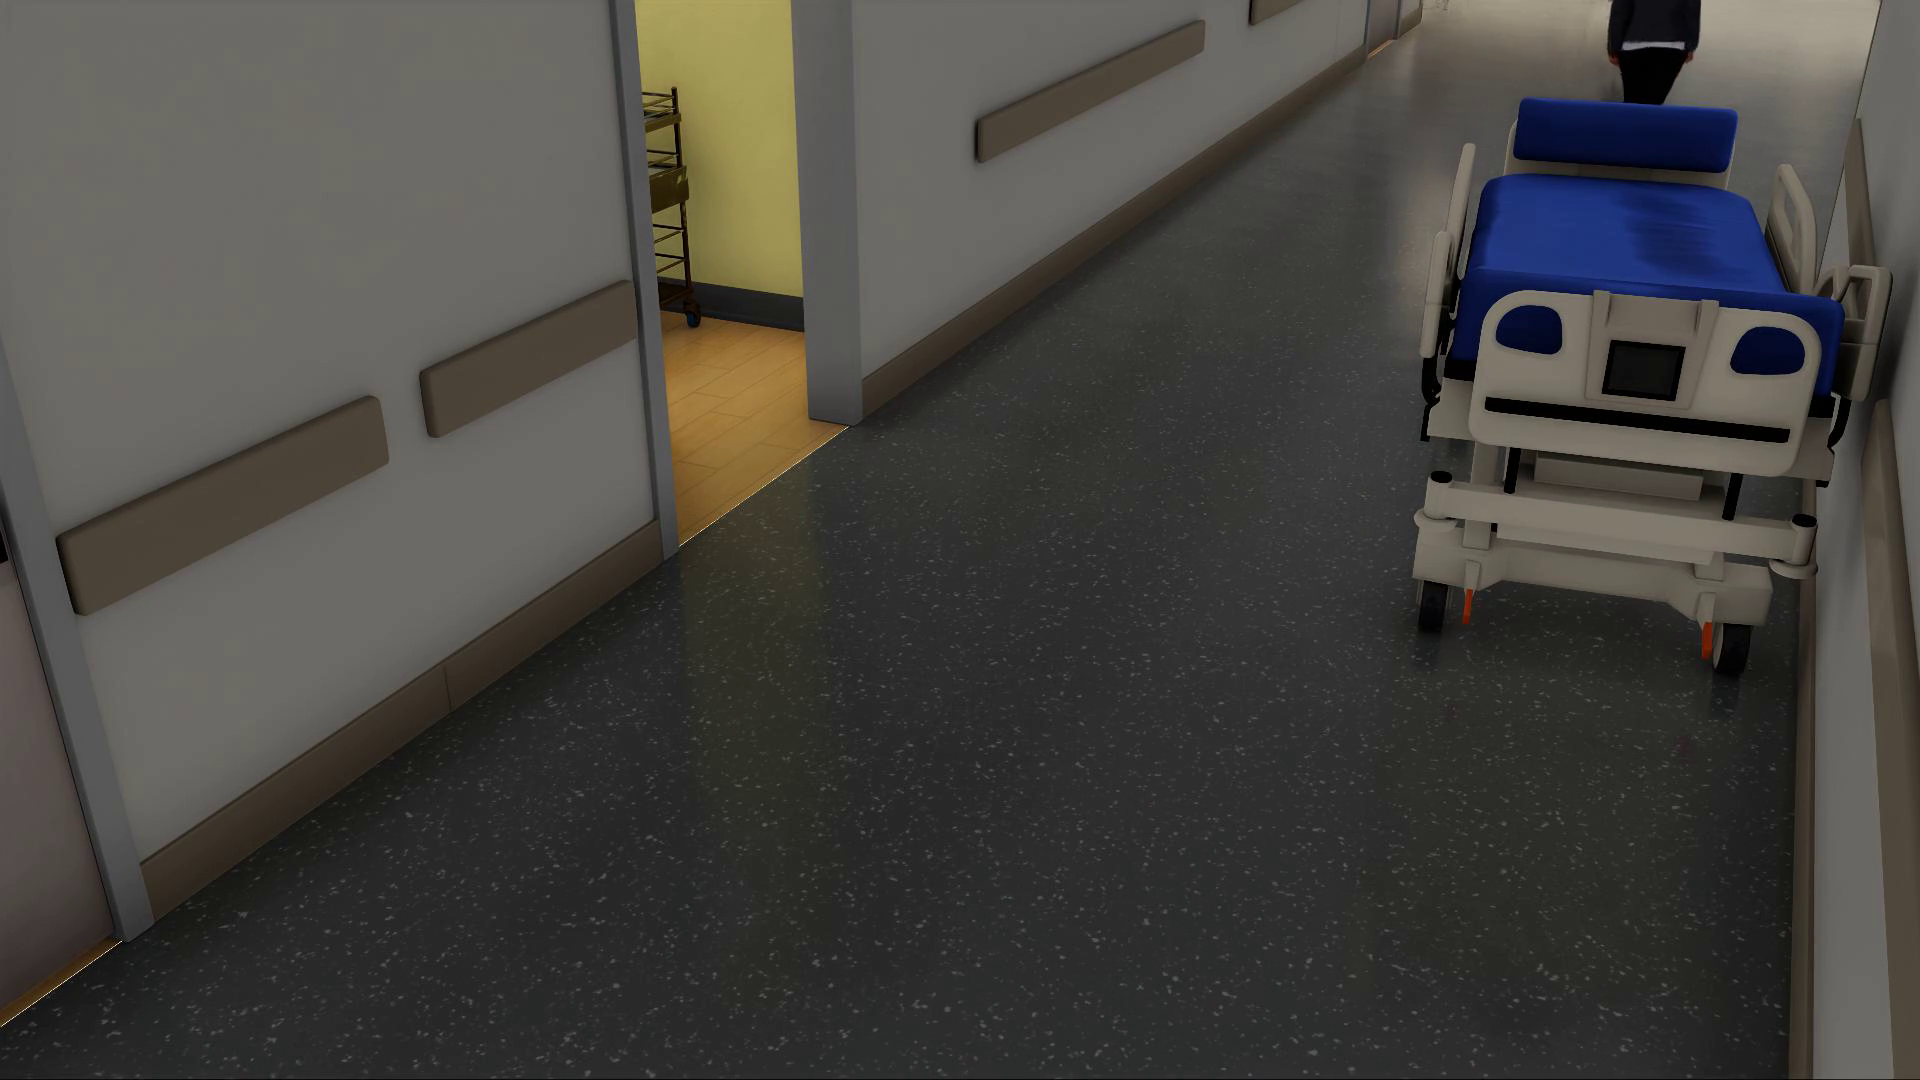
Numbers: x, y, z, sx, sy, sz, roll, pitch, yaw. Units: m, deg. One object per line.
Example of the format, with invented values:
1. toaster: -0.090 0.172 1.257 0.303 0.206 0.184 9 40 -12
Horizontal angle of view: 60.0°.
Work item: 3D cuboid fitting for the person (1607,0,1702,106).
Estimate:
1. person: 4.203 -2.997 10.144 1.053 1.569 0.895 19 32 35
